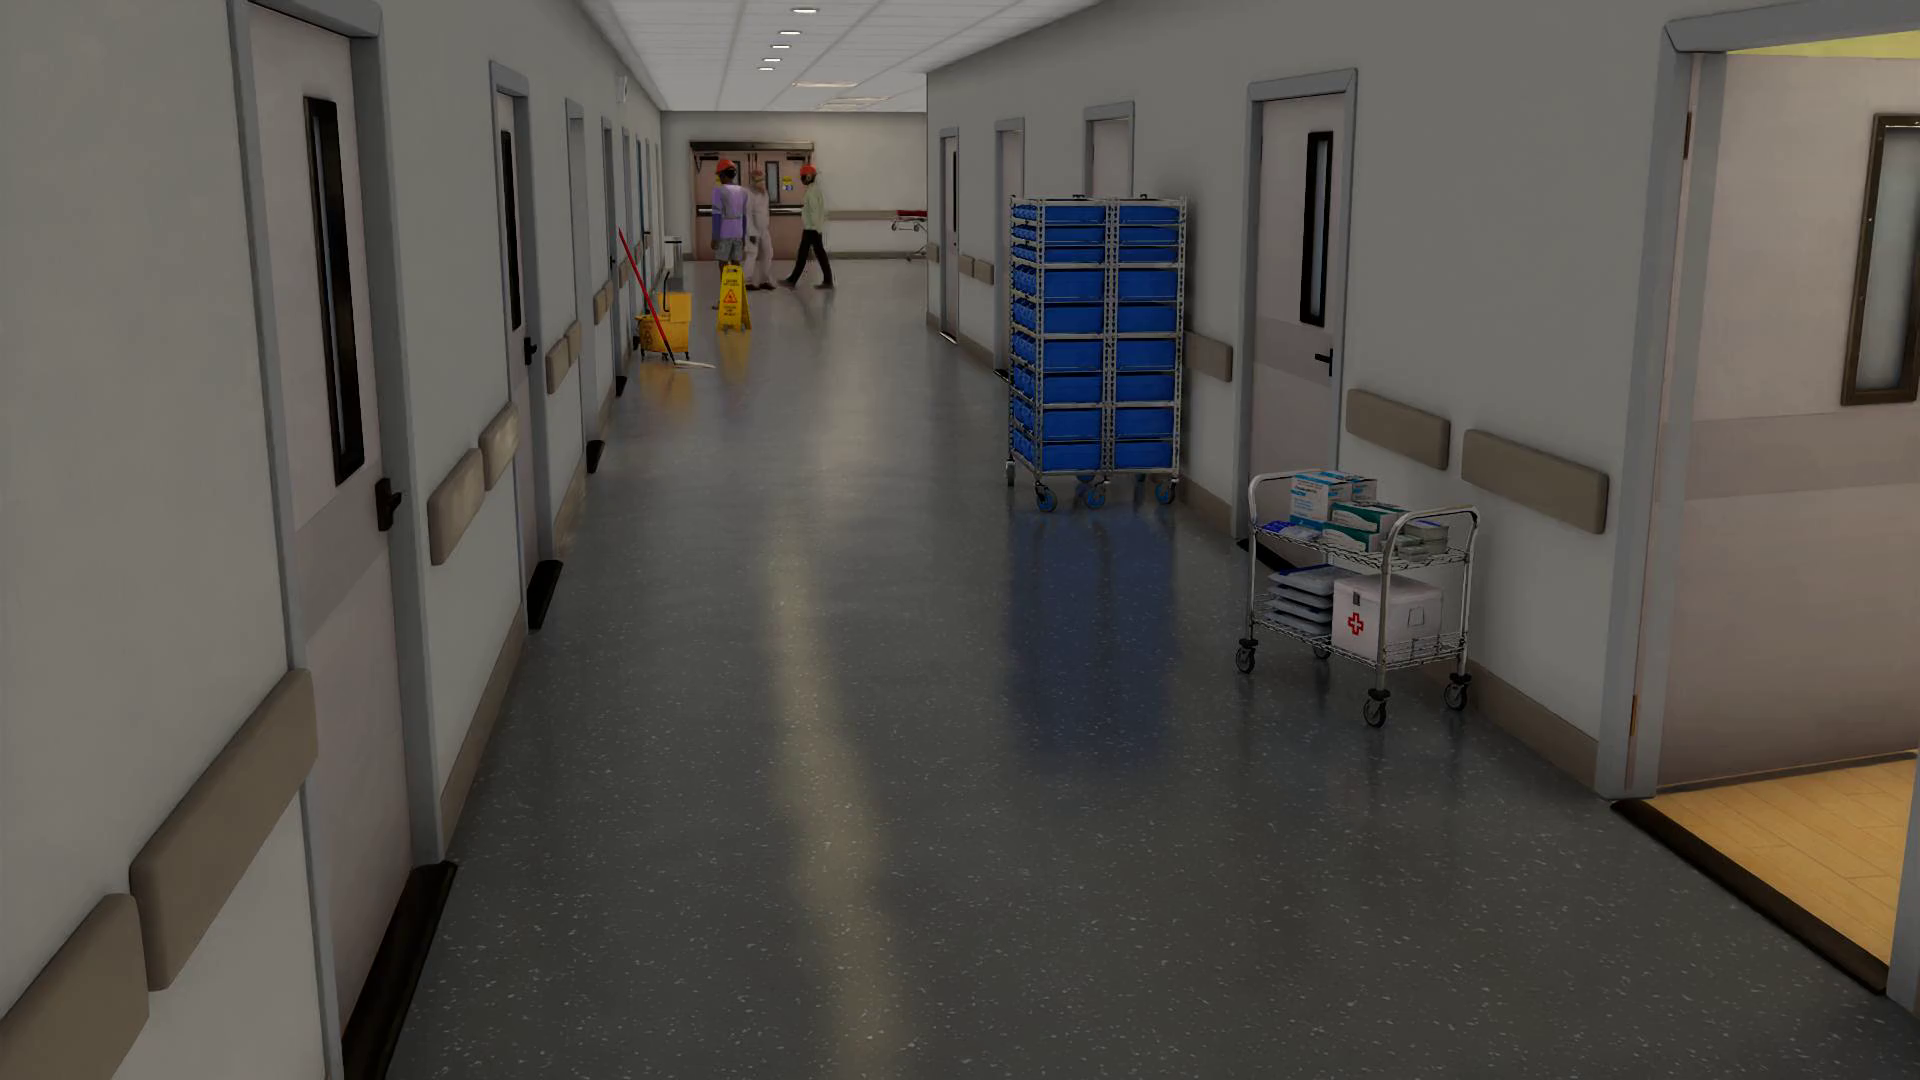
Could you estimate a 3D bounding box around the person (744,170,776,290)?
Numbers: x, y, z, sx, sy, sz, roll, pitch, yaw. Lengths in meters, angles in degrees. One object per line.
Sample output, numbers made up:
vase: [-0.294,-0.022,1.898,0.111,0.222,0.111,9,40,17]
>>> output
person: [-3.186,-4.808,25.913,0.601,1.858,0.674,7,14,29]

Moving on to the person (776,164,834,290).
person: [-2.420,-4.893,26.080,0.908,1.945,0.633,0,13,0]

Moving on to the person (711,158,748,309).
person: [-3.151,-4.150,22.614,0.403,2.031,0.613,10,16,36]
